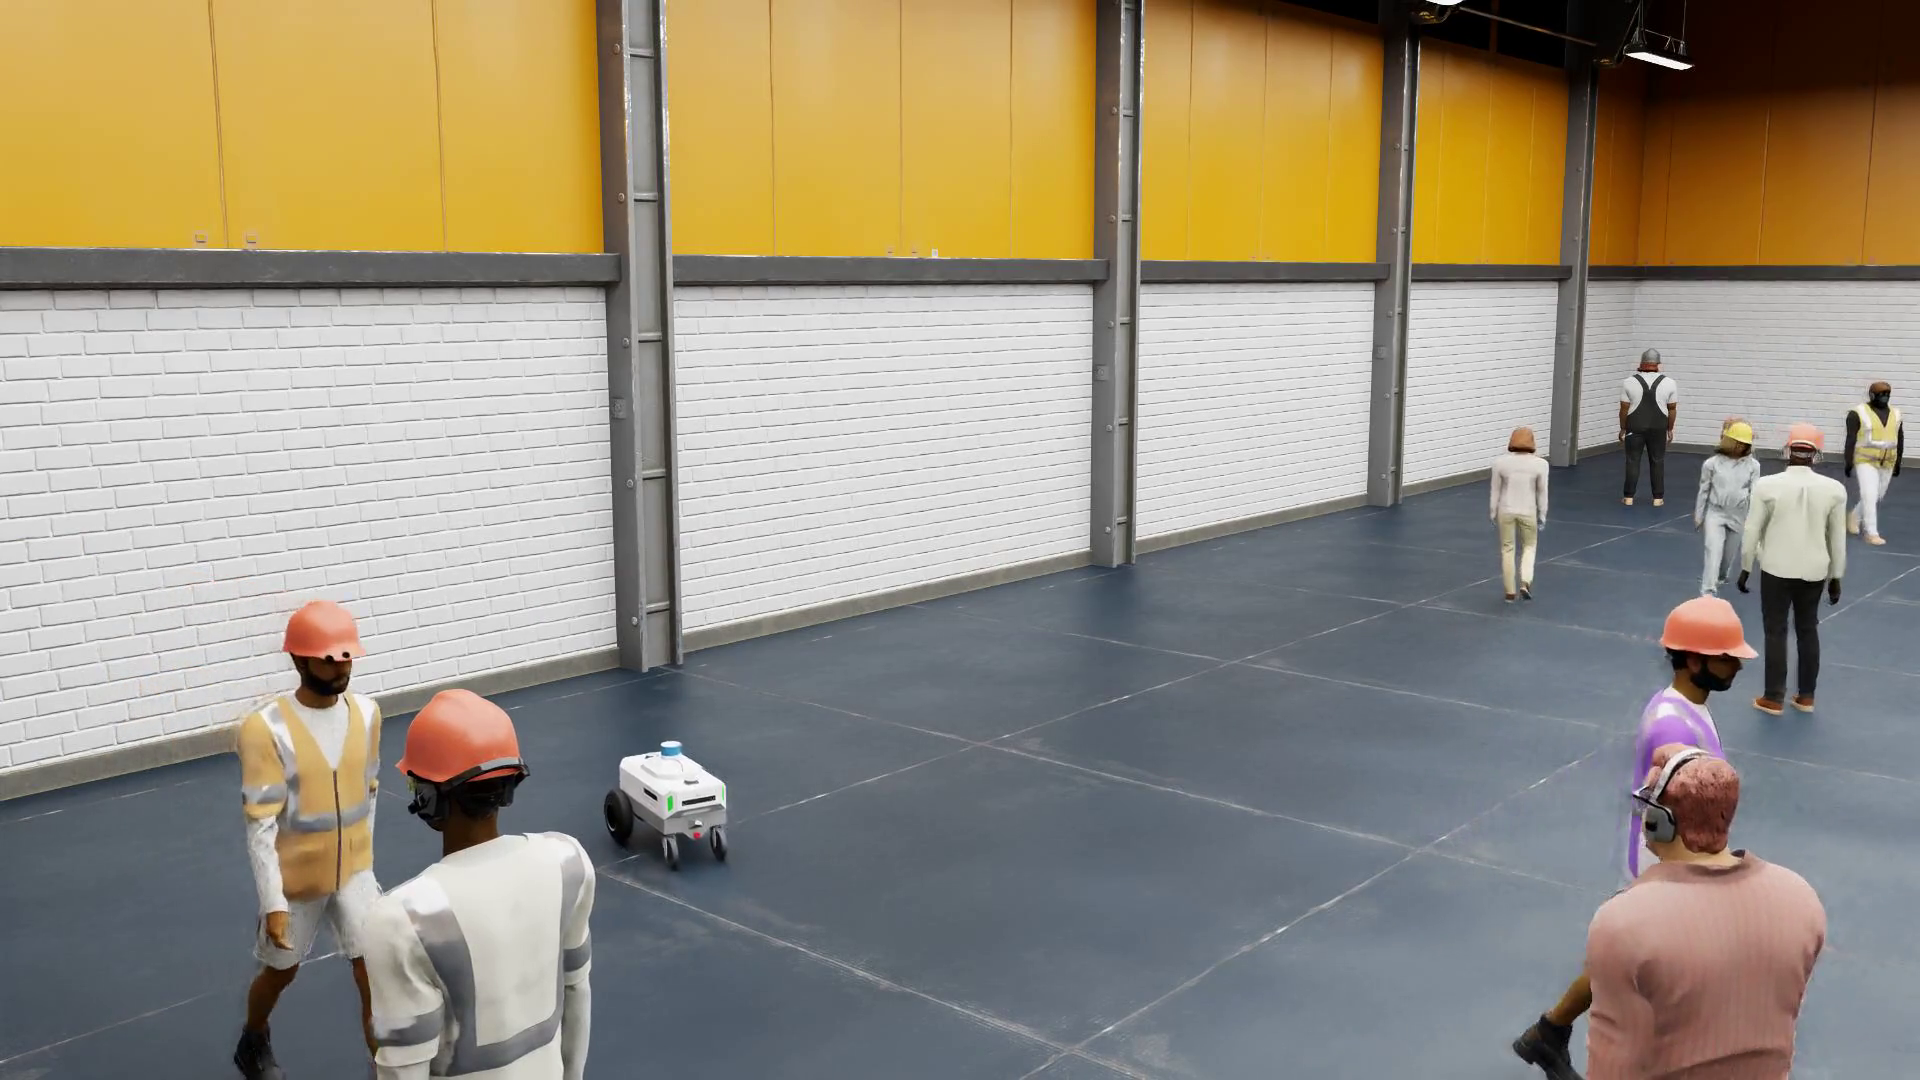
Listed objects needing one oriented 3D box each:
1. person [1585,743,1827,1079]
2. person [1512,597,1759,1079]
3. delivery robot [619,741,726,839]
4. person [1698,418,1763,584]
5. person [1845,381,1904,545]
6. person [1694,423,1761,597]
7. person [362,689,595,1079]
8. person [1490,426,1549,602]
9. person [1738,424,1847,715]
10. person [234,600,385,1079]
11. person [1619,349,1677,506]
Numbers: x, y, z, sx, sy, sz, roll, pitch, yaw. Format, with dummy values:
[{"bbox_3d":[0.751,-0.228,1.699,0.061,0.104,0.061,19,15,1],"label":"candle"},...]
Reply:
[{"bbox_3d":[1.777,1.414,4.085,0.644,1.857,1.011,-2,9,-10],"label":"person"},{"bbox_3d":[2.436,1.116,5.808,0.962,1.903,0.555,4,10,26],"label":"person"},{"bbox_3d":[-1.494,1.289,8.624,0.477,0.478,0.707,-6,11,-32],"label":"delivery robot"},{"bbox_3d":[7.470,-0.359,15.919,0.512,1.615,0.606,-8,12,-40],"label":"person"},{"bbox_3d":[10.223,-0.889,18.661,0.632,1.818,0.837,0,9,-3],"label":"person"},{"bbox_3d":[6.777,-0.210,14.754,0.507,1.700,0.815,1,9,8],"label":"person"},{"bbox_3d":[-1.121,1.350,3.873,0.373,2.043,0.615,6,11,32],"label":"person"},{"bbox_3d":[5.076,-0.232,15.137,0.500,1.621,0.335,3,10,19],"label":"person"},{"bbox_3d":[5.656,0.209,11.311,0.639,1.970,0.412,1,9,8],"label":"person"},{"bbox_3d":[-2.265,1.124,5.803,1.012,1.894,0.554,8,12,40],"label":"person"},{"bbox_3d":[8.898,-1.467,21.570,0.689,2.000,0.537,3,10,18],"label":"person"}]
